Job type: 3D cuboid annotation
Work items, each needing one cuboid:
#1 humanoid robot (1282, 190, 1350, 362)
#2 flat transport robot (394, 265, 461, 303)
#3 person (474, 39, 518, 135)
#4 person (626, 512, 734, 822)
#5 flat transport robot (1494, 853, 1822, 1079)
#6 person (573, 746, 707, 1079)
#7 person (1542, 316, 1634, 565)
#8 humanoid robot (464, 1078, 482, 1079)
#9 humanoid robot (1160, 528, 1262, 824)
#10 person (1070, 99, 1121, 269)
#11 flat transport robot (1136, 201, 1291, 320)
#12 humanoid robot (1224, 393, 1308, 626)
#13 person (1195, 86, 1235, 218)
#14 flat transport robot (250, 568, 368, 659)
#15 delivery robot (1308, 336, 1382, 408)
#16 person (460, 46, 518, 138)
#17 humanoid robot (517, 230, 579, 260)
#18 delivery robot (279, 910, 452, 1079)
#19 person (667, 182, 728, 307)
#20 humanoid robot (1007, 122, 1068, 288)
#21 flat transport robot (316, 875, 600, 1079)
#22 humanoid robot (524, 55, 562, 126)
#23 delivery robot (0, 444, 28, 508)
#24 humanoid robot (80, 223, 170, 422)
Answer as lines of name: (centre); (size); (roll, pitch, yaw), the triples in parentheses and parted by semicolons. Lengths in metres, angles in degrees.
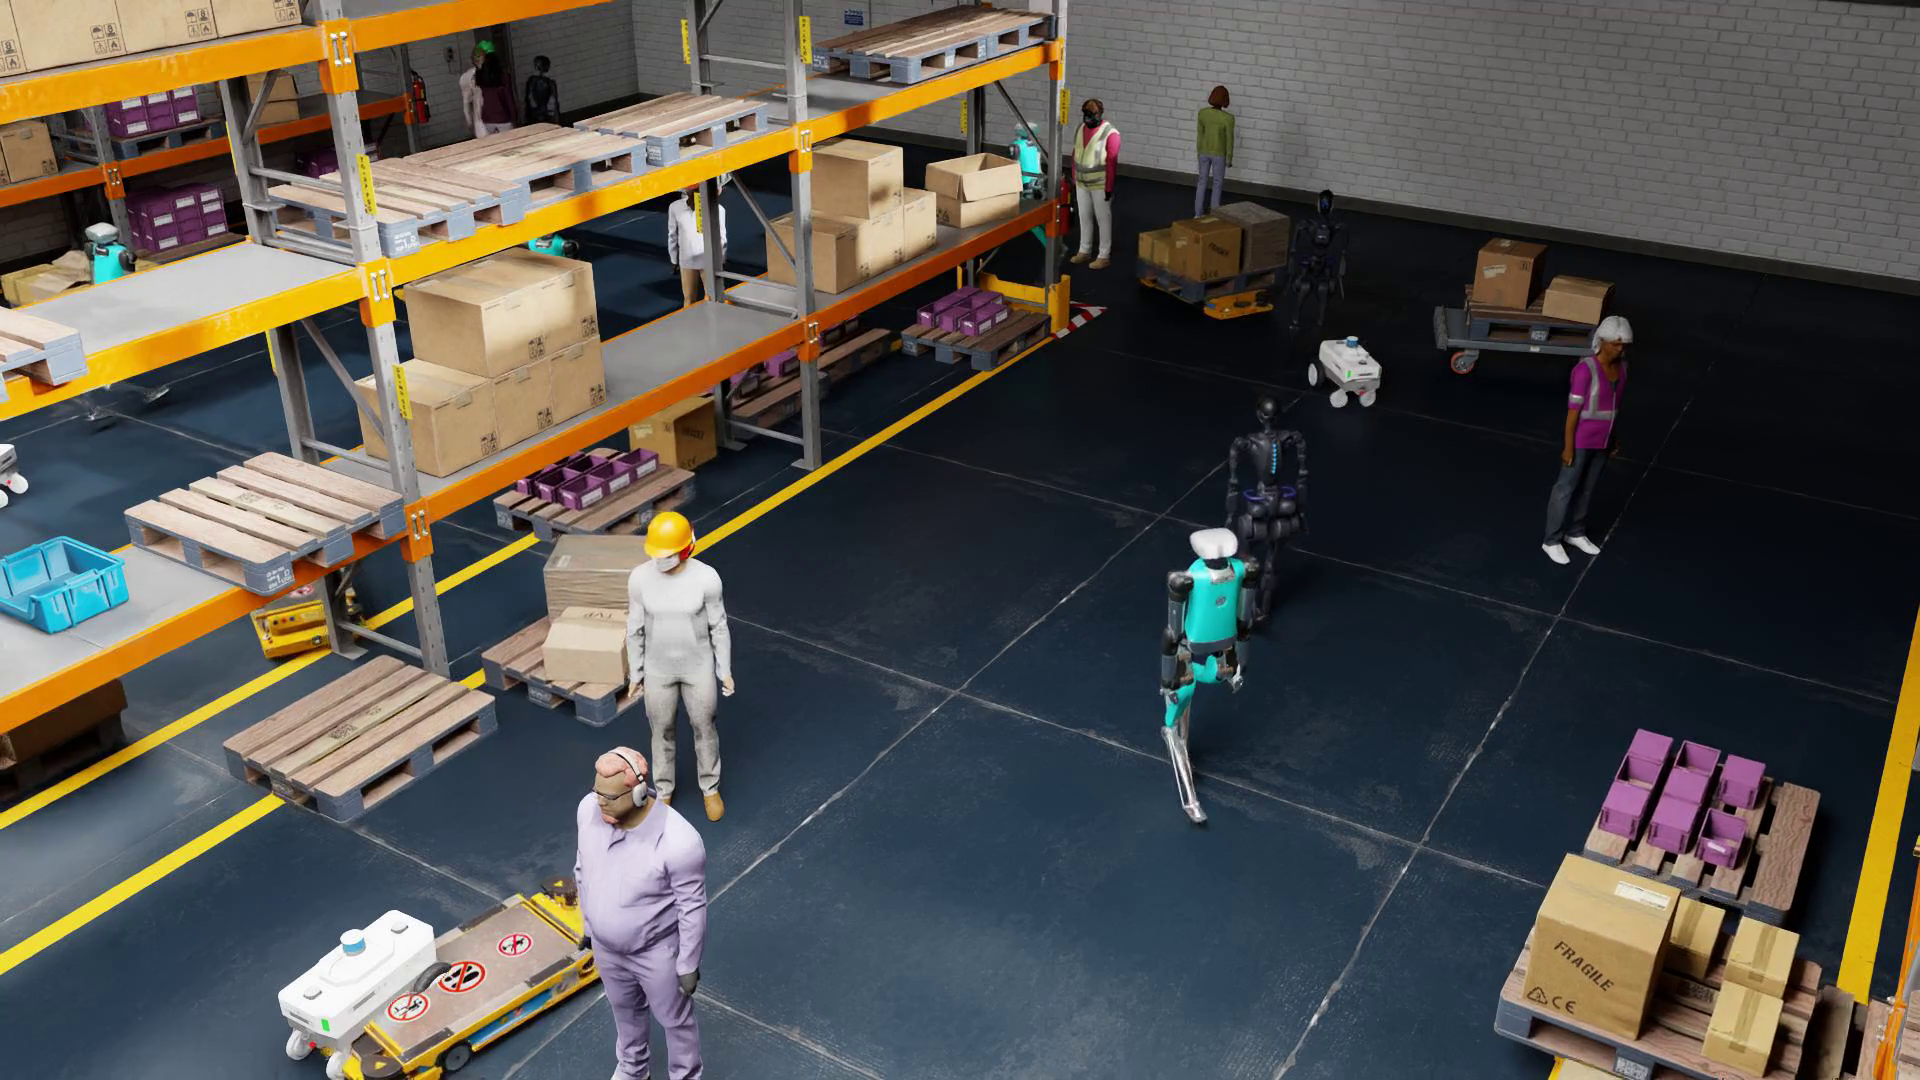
humanoid robot: (3.301, -2.444, 15.464); (0.585, 1.646, 0.357); (1, 27, 3)
flat transport robot: (-5.156, -2.704, 17.527); (1.431, 0.231, 0.659); (-19, 33, -33)
person: (-5.740, -5.202, 20.621); (0.515, 1.923, 0.589); (-1, 27, -1)
person: (-1.522, 0.696, 9.038); (0.570, 1.892, 0.376); (-2, 27, -3)
flat transport robot: (3.245, 2.245, 7.773); (0.659, 0.231, 1.431); (16, 31, 28)
person: (-1.366, 1.700, 7.040); (0.637, 1.909, 0.411); (14, 30, 25)
person: (4.514, -0.725, 11.883); (0.510, 1.846, 0.339); (-14, 30, -25)
humanoid robot: (-1.603, 2.494, 5.764); (0.593, 1.621, 0.759); (-11, 29, -21)
humanoid robot: (1.293, 0.667, 9.279); (0.543, 1.773, 0.911); (-9, 28, -16)
person: (1.444, -3.885, 18.134); (0.616, 1.835, 0.434); (24, 36, 39)
flat transport robot: (2.571, -2.623, 17.367); (0.659, 0.231, 1.431); (-14, 30, -26)
humanoid robot: (2.052, -0.159, 10.959); (0.584, 1.630, 0.466); (-5, 27, -9)
person: (3.002, -4.538, 19.640); (0.491, 1.624, 0.282); (19, 32, 32)
flat transport robot: (-4.586, 0.357, 11.494); (0.659, 0.231, 1.431); (-14, 30, -26)
delivery robot: (3.467, -1.533, 14.923); (0.520, 0.613, 0.784); (-5, 27, -9)
person: (-5.854, -5.245, 20.776); (0.639, 1.873, 1.125); (-8, 28, -15)
humanoid robot: (-3.473, -2.043, 14.596); (0.538, 1.720, 1.021); (4, 27, 7)
delivery robot: (-2.785, 2.081, 7.782); (0.499, 0.595, 0.792); (15, 30, 26)
person: (-2.490, -2.659, 15.798); (0.574, 1.747, 0.342); (2, 27, 4)
humanoid robot: (0.865, -3.422, 17.335); (0.689, 1.802, 0.535); (16, 31, 29)
flat transport robot: (-2.312, 2.136, 7.989); (0.659, 0.231, 1.431); (23, 35, 38)
humanoid robot: (-5.312, -5.337, 21.200); (0.609, 1.635, 0.673); (14, 30, 26)
delivery robot: (-7.761, -0.560, 12.979); (0.782, 0.589, 0.499); (2, 27, 4)
humanoid robot: (-7.268, -1.765, 14.055); (0.565, 1.726, 1.041); (13, 30, 24)
